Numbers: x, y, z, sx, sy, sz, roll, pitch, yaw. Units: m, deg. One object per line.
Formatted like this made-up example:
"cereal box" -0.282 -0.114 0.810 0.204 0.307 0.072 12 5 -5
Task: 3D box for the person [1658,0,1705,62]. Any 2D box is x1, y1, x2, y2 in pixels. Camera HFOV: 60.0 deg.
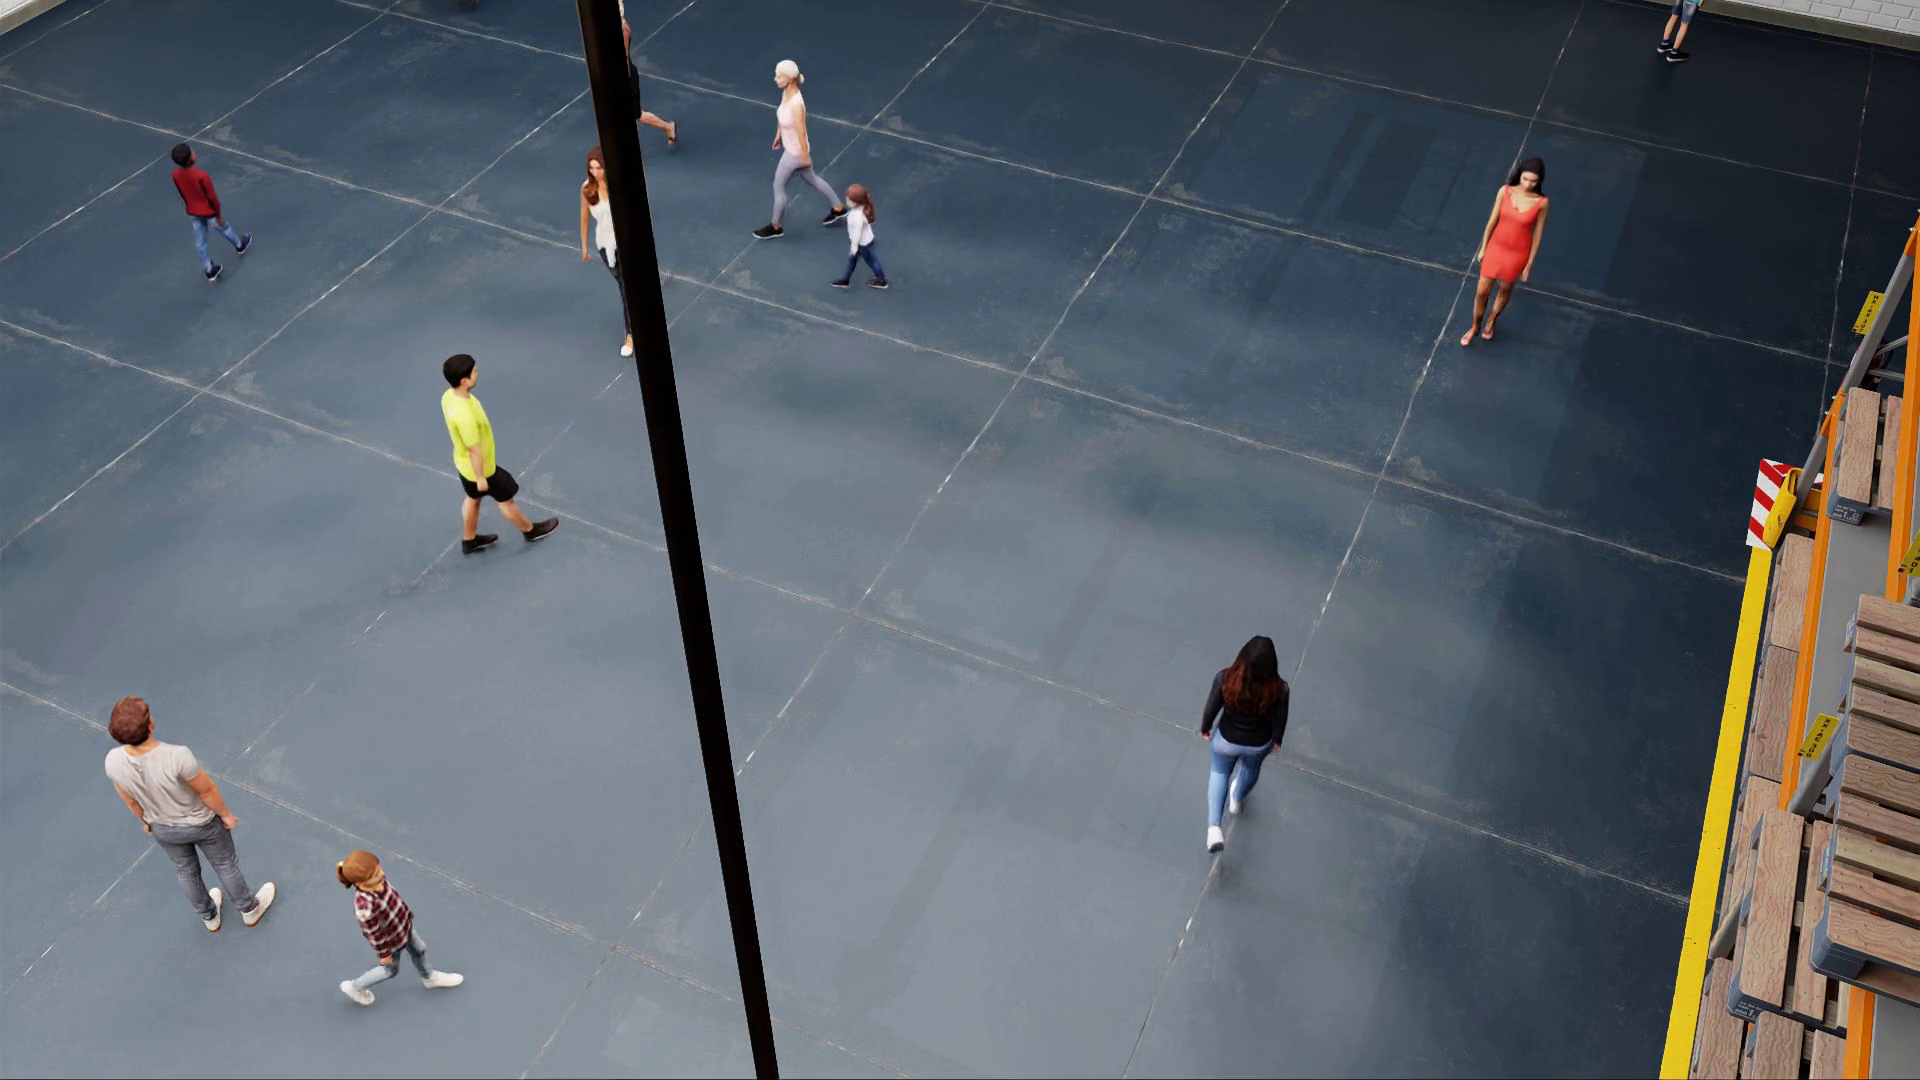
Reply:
"person" 7.554 -5.689 17.176 0.653 1.448 0.583 -11 45 -11

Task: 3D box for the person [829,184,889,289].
"person" -0.793 -2.592 14.191 0.763 1.081 0.745 -1 44 -1

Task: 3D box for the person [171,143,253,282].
"person" -6.538 -2.799 14.303 0.675 1.225 0.904 6 44 6

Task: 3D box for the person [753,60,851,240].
"person" -1.361 -3.455 14.655 1.039 1.690 1.106 -8 44 -8

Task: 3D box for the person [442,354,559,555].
"person" -3.437 -0.542 11.604 1.059 1.680 0.935 -23 48 -22

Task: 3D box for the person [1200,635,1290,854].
"person" 1.667 1.209 9.815 0.769 1.614 1.012 9 44 9

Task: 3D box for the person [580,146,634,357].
"person" -2.760 -2.455 13.554 0.764 1.761 0.966 6 44 7

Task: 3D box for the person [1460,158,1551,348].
"person" 4.478 -2.378 13.514 0.600 1.704 0.669 18 47 18

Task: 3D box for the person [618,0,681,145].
"person" -3.064 -4.315 15.535 1.085 1.722 0.954 -20 47 -20

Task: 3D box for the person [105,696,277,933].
"person" -4.325 1.546 9.255 0.735 1.899 0.737 -4 44 -4

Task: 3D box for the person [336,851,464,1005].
"person" -3.194 2.131 9.082 0.853 1.289 0.886 -4 44 -4
